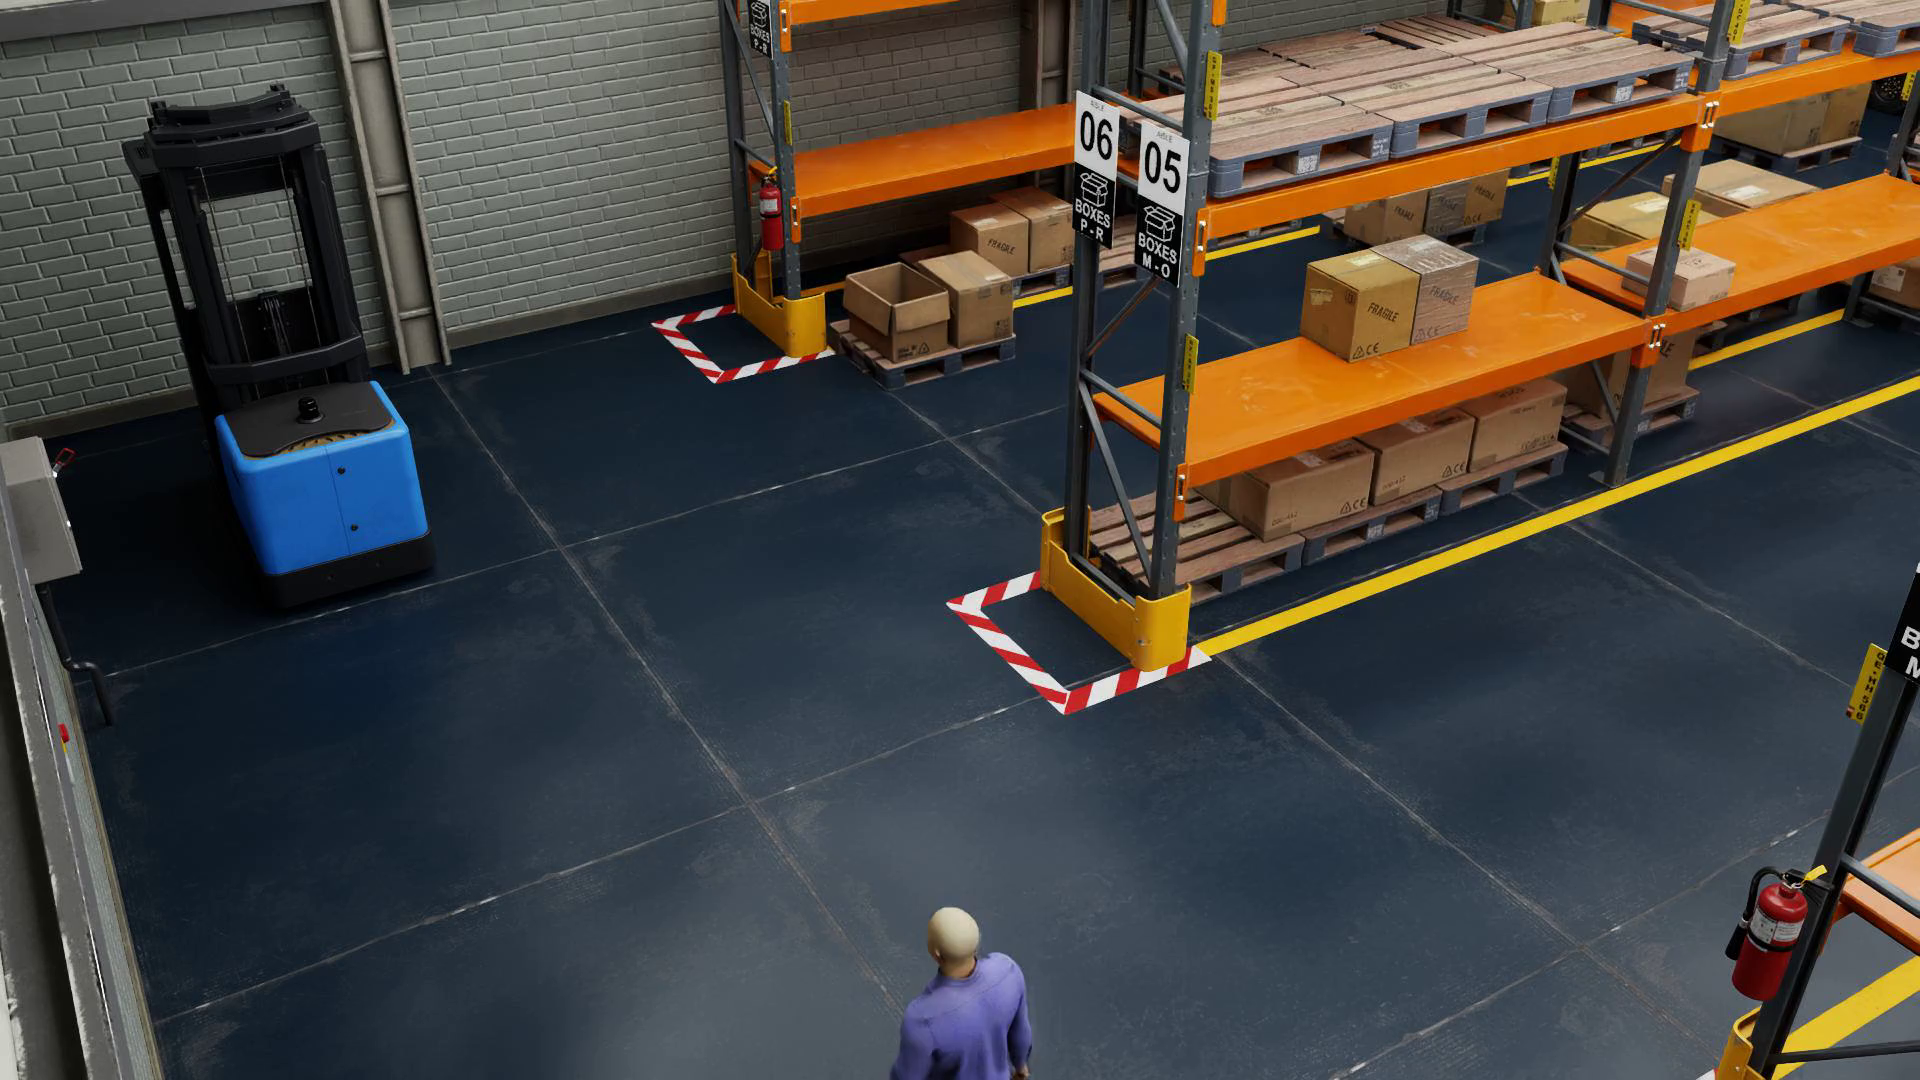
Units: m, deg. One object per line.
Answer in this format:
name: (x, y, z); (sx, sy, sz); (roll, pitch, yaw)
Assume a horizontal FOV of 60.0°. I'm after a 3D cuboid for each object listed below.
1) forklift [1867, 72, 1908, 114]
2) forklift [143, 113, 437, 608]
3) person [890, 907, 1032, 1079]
forklift: (11.468, -5.645, 18.244); (1.214, 2.155, 2.313); (-17, 36, -26)
forklift: (-4.289, -1.259, 10.509); (1.129, 2.768, 1.873); (-17, 36, -26)
person: (-0.009, 2.048, 6.182); (0.626, 1.789, 0.468); (-23, 39, -32)
